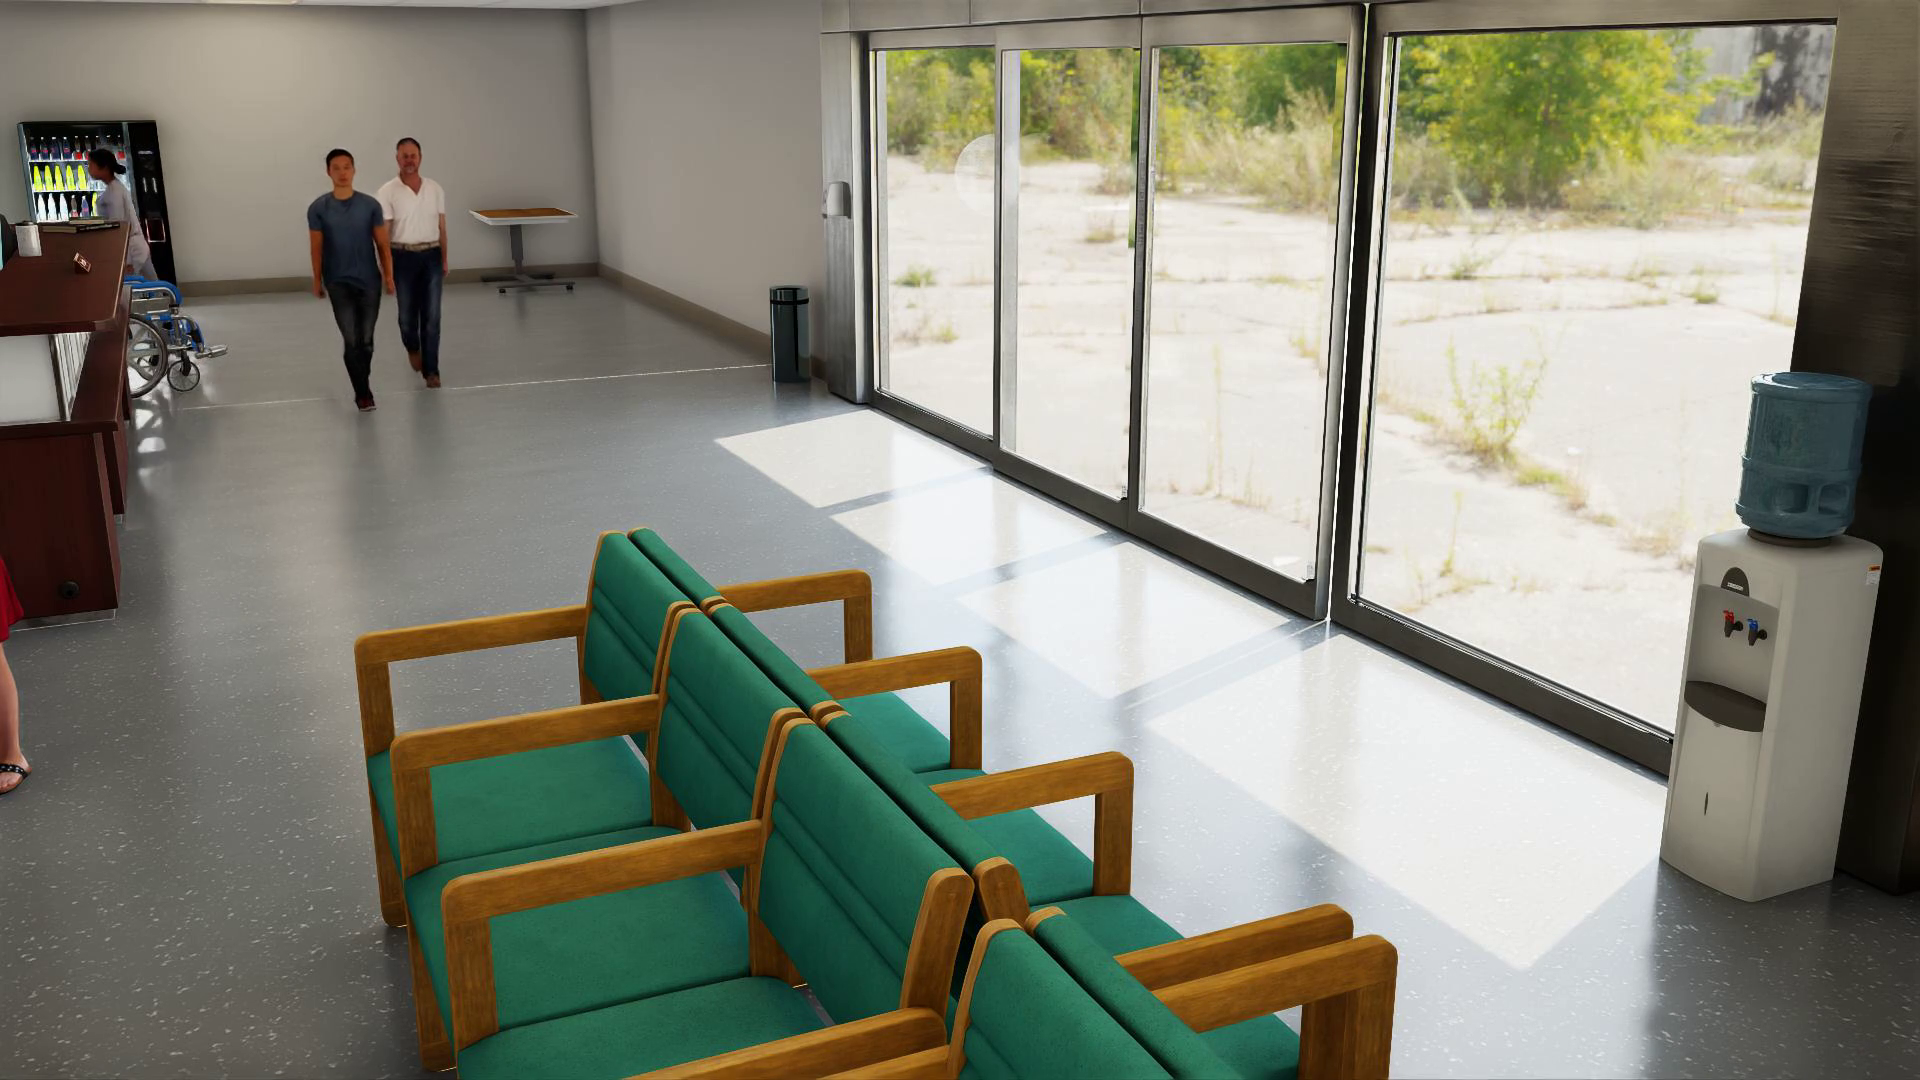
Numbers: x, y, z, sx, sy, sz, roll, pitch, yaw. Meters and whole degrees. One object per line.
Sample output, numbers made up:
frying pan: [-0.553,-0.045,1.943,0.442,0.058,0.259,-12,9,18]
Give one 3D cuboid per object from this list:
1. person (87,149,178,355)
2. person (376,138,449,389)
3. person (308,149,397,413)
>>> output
person: [-6.693,-2.295,13.558,1.134,1.689,0.880,-3,16,-11]
person: [-4.124,-2.091,12.589,1.110,1.822,0.759,-6,17,-21]
person: [-4.246,-1.789,11.620,1.101,1.766,0.782,-8,18,-27]
